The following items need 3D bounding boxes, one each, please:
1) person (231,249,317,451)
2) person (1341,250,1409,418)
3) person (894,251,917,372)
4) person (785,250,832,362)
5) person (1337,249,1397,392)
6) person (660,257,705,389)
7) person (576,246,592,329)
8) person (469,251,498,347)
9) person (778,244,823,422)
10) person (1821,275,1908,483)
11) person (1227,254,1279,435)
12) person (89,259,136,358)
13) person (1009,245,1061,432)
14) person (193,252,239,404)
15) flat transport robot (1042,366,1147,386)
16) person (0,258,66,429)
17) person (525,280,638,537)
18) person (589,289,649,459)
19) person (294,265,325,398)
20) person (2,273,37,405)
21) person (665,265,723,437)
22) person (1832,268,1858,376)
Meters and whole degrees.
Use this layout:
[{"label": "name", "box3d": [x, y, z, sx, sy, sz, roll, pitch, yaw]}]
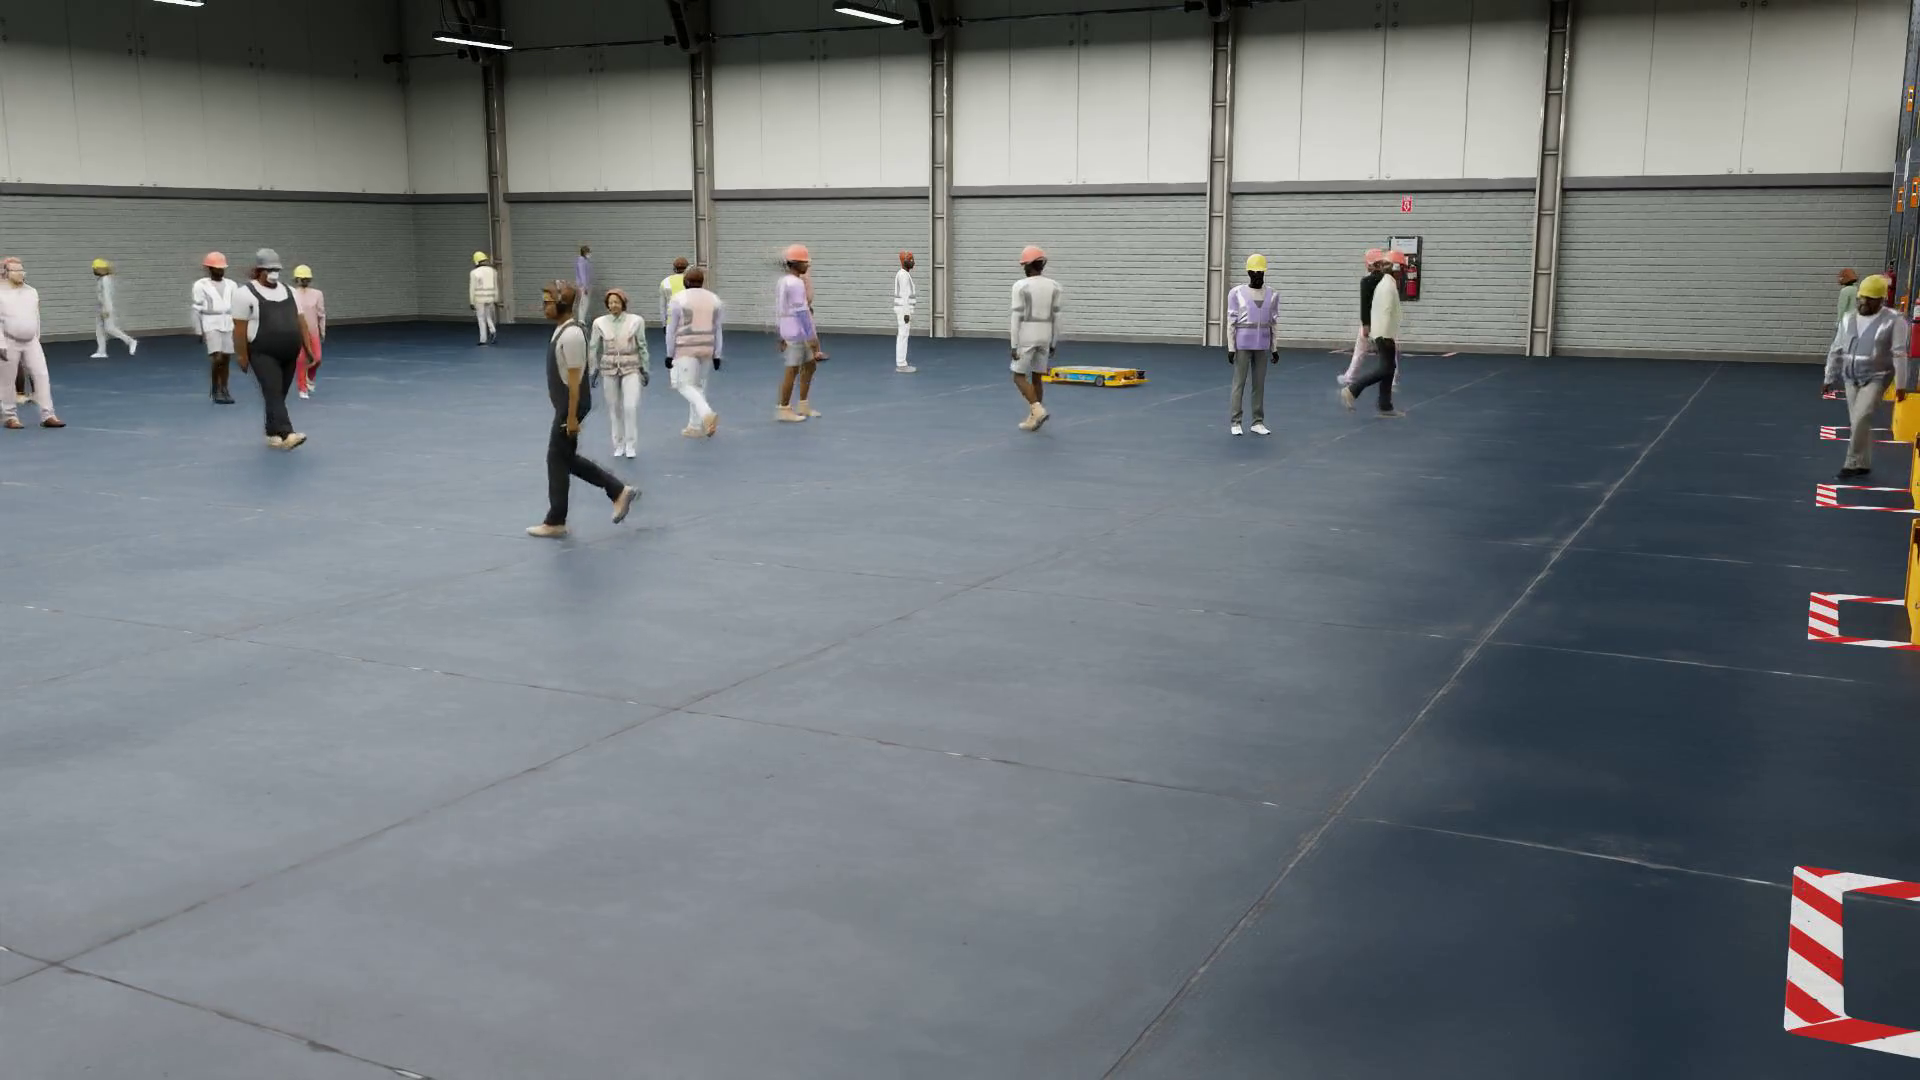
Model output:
[{"label": "person", "box3d": [-6.755, -1.909, 16.542, 0.990, 2.000, 0.686, 7, 12, 32]}, {"label": "person", "box3d": [4.882, -2.398, 19.442, 0.652, 1.959, 0.619, 2, 11, 13]}, {"label": "person", "box3d": [-0.859, -3.564, 26.000, 0.337, 1.879, 0.585, -1, 10, -5]}, {"label": "person", "box3d": [-2.551, -3.935, 28.032, 0.905, 1.867, 0.672, -1, 10, -3]}, {"label": "person", "box3d": [5.669, -3.017, 22.858, 0.616, 1.939, 1.024, -5, 11, -25]}, {"label": "person", "box3d": [-3.840, -3.010, 23.134, 0.629, 1.838, 0.430, -1, 10, -3]}, {"label": "person", "box3d": [-8.622, -5.786, 38.097, 0.454, 1.892, 0.782, -1, 10, -7]}, {"label": "person", "box3d": [-9.124, -4.598, 31.802, 0.421, 1.818, 0.619, 8, 13, 37]}, {"label": "person", "box3d": [-1.784, -2.339, 18.947, 0.702, 2.019, 0.618, -2, 11, -13]}, {"label": "person", "box3d": [7.768, -1.381, 14.342, 0.654, 1.784, 0.693, -5, 11, -24]}, {"label": "person", "box3d": [3.140, -2.084, 17.803, 0.586, 1.928, 0.369, -3, 11, -14]}, {"label": "person", "box3d": [-14.898, -4.055, 29.110, 0.688, 1.718, 0.492, -9, 14, -39]}, {"label": "person", "box3d": [0.804, -2.149, 17.889, 0.612, 2.030, 0.678, -6, 12, -29]}, {"label": "person", "box3d": [-9.321, -2.660, 20.962, 0.489, 1.913, 0.569, 8, 13, 36]}, {"label": "flat transport robot", "box3d": [1.909, -2.363, 23.846, 1.431, 0.197, 0.652, 8, 13, 37]}, {"label": "person", "box3d": [-10.270, -2.135, 18.227, 0.864, 1.874, 0.641, 6, 12, 30]}, {"label": "person", "box3d": [-2.720, -0.930, 11.813, 0.725, 1.824, 0.513, -3, 11, -16]}, {"label": "person", "box3d": [-3.253, -1.566, 15.819, 0.552, 1.613, 0.664, -1, 10, -3]}, {"label": "person", "box3d": [-8.614, -2.738, 21.871, 0.519, 1.755, 0.501, -7, 12, -33]}, {"label": "person", "box3d": [-11.914, -2.559, 21.026, 0.318, 1.697, 0.534, 2, 11, 13]}, {"label": "person", "box3d": [-2.742, -1.952, 17.378, 0.618, 1.825, 0.760, -10, 14, -42]}, {"label": "person", "box3d": [13.443, -3.297, 25.261, 0.531, 1.628, 0.378, -10, 14, -43]}]
